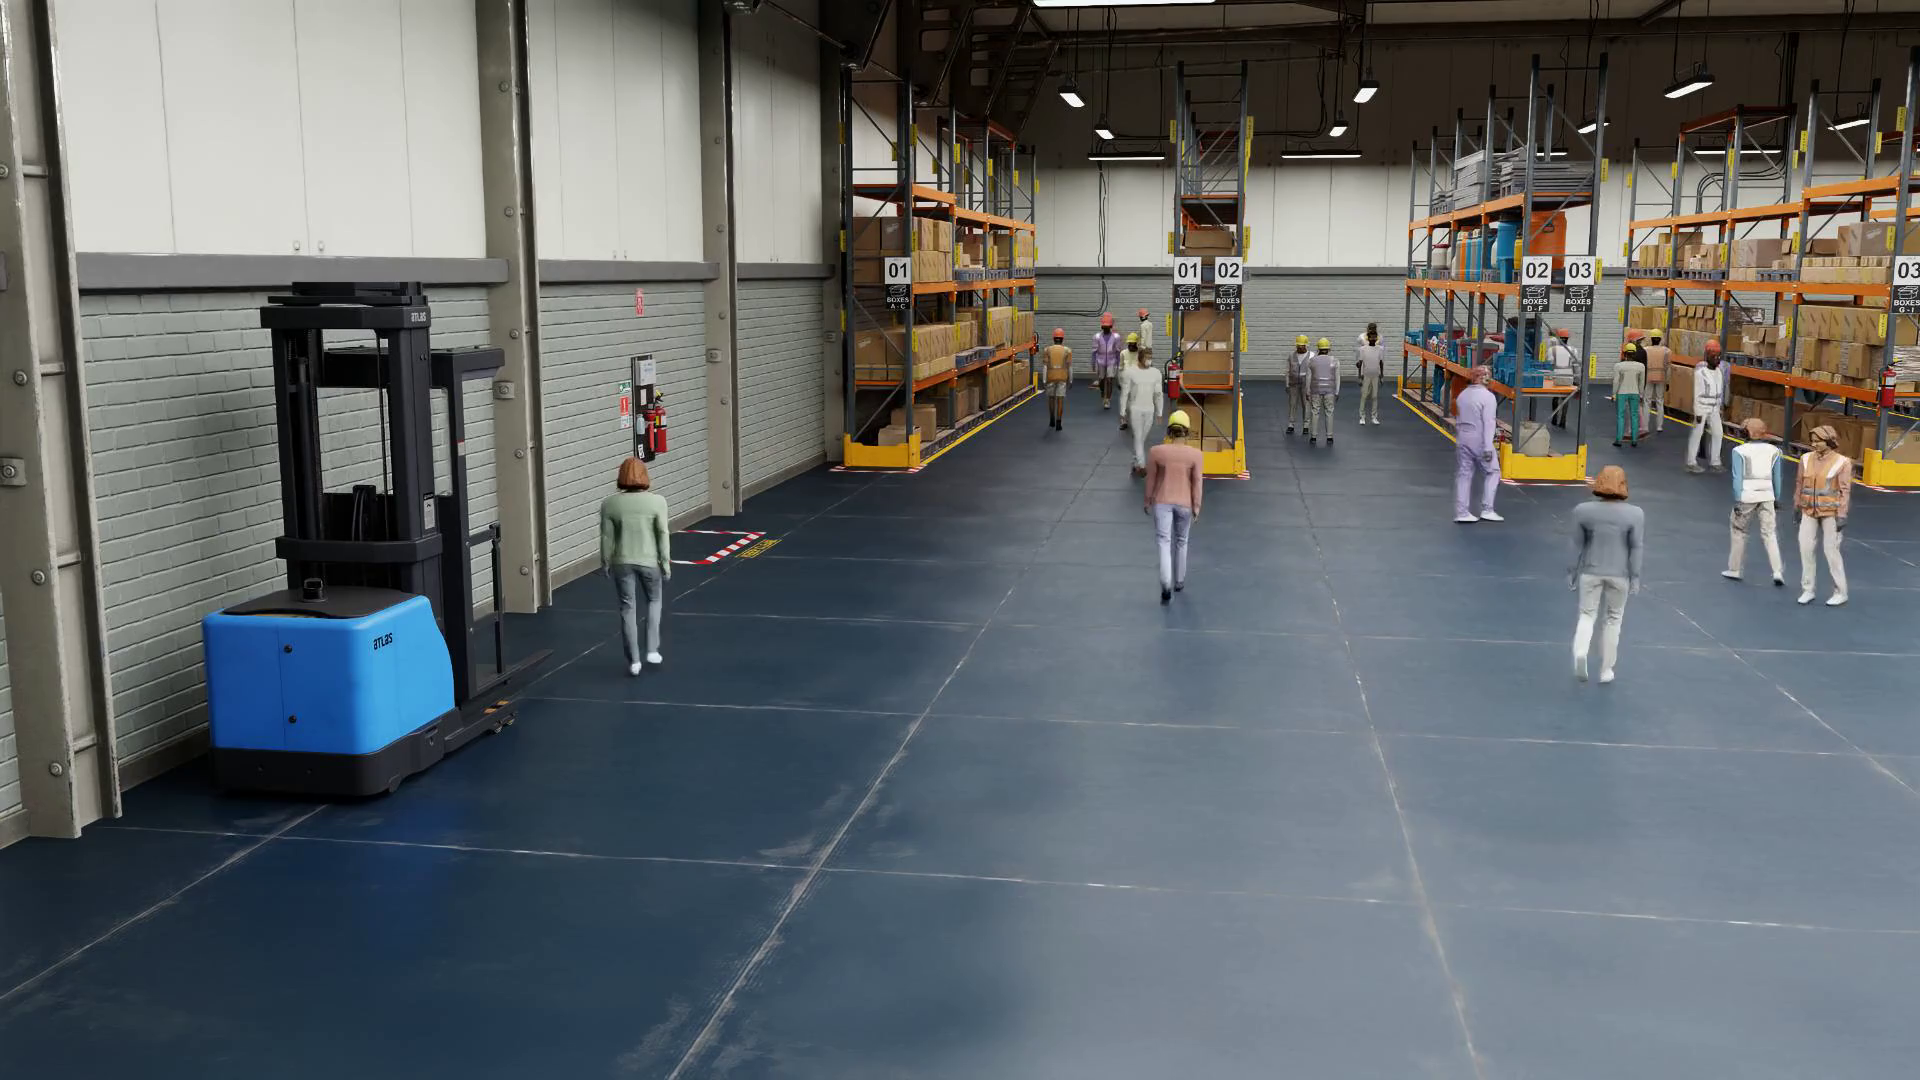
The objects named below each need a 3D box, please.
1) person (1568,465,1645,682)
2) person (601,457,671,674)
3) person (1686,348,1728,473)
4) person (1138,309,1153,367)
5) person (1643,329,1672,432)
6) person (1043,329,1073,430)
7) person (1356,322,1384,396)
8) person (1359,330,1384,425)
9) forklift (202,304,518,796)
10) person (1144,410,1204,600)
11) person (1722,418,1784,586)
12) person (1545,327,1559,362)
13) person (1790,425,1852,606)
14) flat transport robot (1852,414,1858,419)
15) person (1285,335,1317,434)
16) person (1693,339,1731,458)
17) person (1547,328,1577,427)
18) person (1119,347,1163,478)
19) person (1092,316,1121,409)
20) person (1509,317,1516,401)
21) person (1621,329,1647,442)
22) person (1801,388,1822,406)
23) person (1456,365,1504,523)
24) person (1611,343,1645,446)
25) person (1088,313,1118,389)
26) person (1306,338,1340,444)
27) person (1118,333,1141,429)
[{"bbox_3d":[4.662,0.264,12.051,0.503,1.616,0.605,5,11,29],"label":"person"},{"bbox_3d":[-2.434,0.176,12.549,0.523,1.614,0.557,-1,9,-4],"label":"person"},{"bbox_3d":[11.140,-1.907,24.658,0.630,1.862,0.764,-4,10,-24],"label":"person"},{"bbox_3d":[4.900,-5.128,44.153,0.393,1.987,0.608,5,10,27],"label":"person"},{"bbox_3d":[12.994,-2.990,31.154,0.594,1.924,0.382,1,9,8],"label":"person"},{"bbox_3d":[1.879,-3.079,31.791,0.573,1.897,0.911,1,9,8],"label":"person"},{"bbox_3d":[9.658,-4.234,39.220,0.640,1.816,0.801,2,9,13],"label":"person"},{"bbox_3d":[8.075,-3.193,32.614,0.507,1.863,0.325,-1,9,-5],"label":"person"},{"bbox_3d":[-3.673,-0.038,10.147,1.129,2.768,1.873,1,9,9],"label":"forklift"},{"bbox_3d":[1.980,-0.334,15.385,0.527,1.731,0.871,1,9,4],"label":"person"},{"bbox_3d":[7.726,-0.370,16.044,0.531,1.596,0.715,-1,9,-5],"label":"person"},{"bbox_3d":[14.552,-4.461,41.142,0.672,1.613,0.530,6,11,35],"label":"person"},{"bbox_3d":[7.789,-0.224,15.045,0.355,1.616,0.550,-5,10,-28],"label":"person"},{"bbox_3d":[16.824,-2.385,32.646,1.431,0.197,0.652,5,10,27],"label":"flat transport robot"},{"bbox_3d":[6.307,-2.879,30.787,0.586,1.824,0.404,4,10,22],"label":"person"},{"bbox_3d":[12.029,-2.254,26.636,0.557,1.923,0.720,2,10,14],"label":"person"},{"bbox_3d":[11.684,-3.153,32.277,0.566,1.898,0.986,2,9,13],"label":"person"},{"bbox_3d":[2.688,-1.842,24.186,0.634,1.886,1.010,-3,10,-19],"label":"person"},{"bbox_3d":[3.226,-3.911,36.571,0.613,2.023,0.790,1,9,9],"label":"person"},{"bbox_3d":[12.887,-4.188,38.557,0.630,1.914,0.969,1,9,7],"label":"person"},{"bbox_3d":[11.886,-2.723,29.310,0.390,1.997,0.620,7,12,37],"label":"person"},{"bbox_3d":[17.927,-3.578,34.851,0.589,1.905,0.450,-1,9,-5],"label":"person"},{"bbox_3d":[6.253,-1.139,19.849,0.686,1.883,0.680,-4,10,-21],"label":"person"},{"bbox_3d":[11.488,-2.499,28.623,0.533,1.767,0.321,1,9,6],"label":"person"},{"bbox_3d":[3.830,-4.832,42.464,1.017,1.952,0.636,2,9,13],"label":"person"},{"bbox_3d":[6.342,-2.608,29.077,0.596,1.837,0.404,2,9,12],"label":"person"},{"bbox_3d":[3.278,-3.006,31.553,0.602,1.828,0.404,4,10,21],"label":"person"}]
